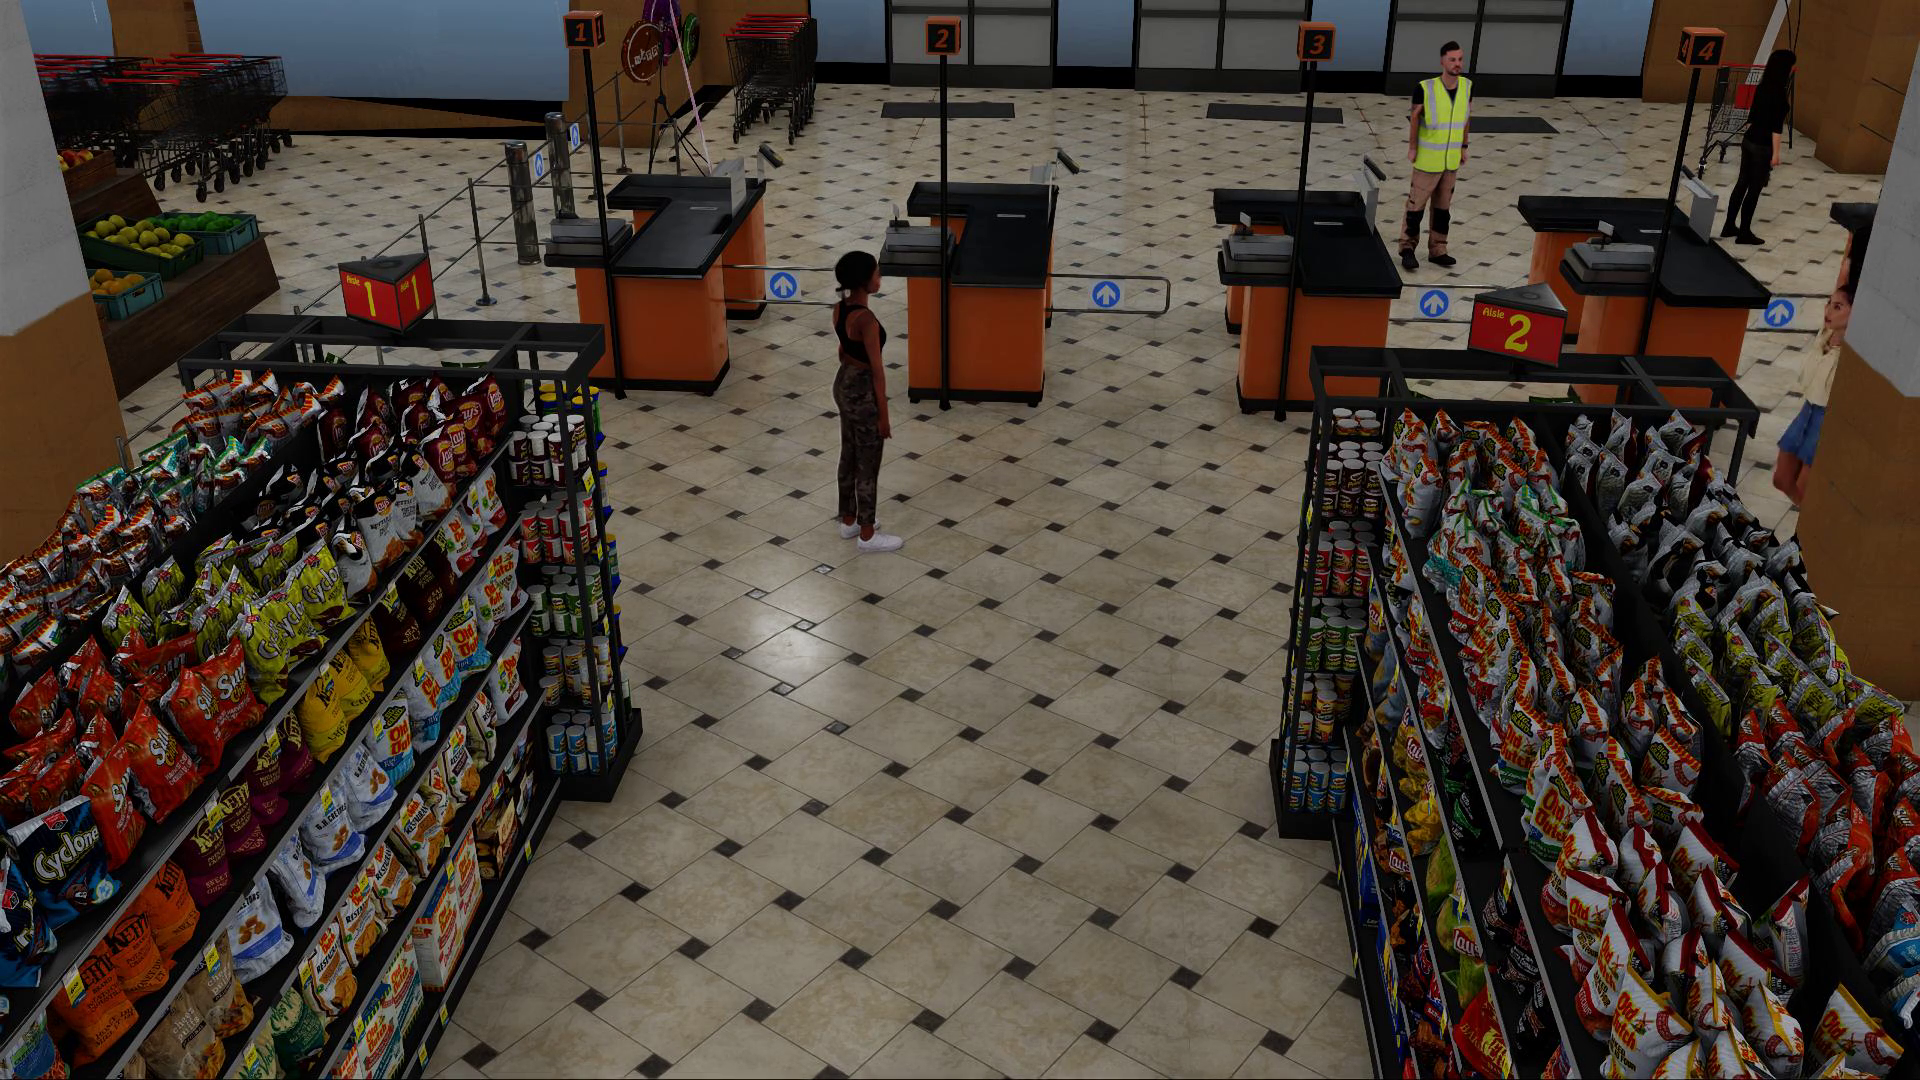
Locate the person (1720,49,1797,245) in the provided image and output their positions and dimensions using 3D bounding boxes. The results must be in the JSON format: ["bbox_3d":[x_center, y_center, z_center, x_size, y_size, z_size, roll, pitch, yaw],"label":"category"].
[{"bbox_3d":[6.898,-3.397,14.360,0.696,1.641,0.526,-4,27,-8],"label":"person"}]

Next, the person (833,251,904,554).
[{"bbox_3d":[-0.541,-0.757,9.088,0.722,1.701,0.629,-14,30,-26],"label":"person"}]

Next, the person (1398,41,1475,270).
[{"bbox_3d":[3.929,-3.159,13.662,0.802,1.847,0.832,-7,28,-13],"label":"person"}]

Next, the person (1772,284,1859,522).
[{"bbox_3d":[4.652,-0.575,8.819,0.774,1.619,0.696,-4,27,-7],"label":"person"}]
